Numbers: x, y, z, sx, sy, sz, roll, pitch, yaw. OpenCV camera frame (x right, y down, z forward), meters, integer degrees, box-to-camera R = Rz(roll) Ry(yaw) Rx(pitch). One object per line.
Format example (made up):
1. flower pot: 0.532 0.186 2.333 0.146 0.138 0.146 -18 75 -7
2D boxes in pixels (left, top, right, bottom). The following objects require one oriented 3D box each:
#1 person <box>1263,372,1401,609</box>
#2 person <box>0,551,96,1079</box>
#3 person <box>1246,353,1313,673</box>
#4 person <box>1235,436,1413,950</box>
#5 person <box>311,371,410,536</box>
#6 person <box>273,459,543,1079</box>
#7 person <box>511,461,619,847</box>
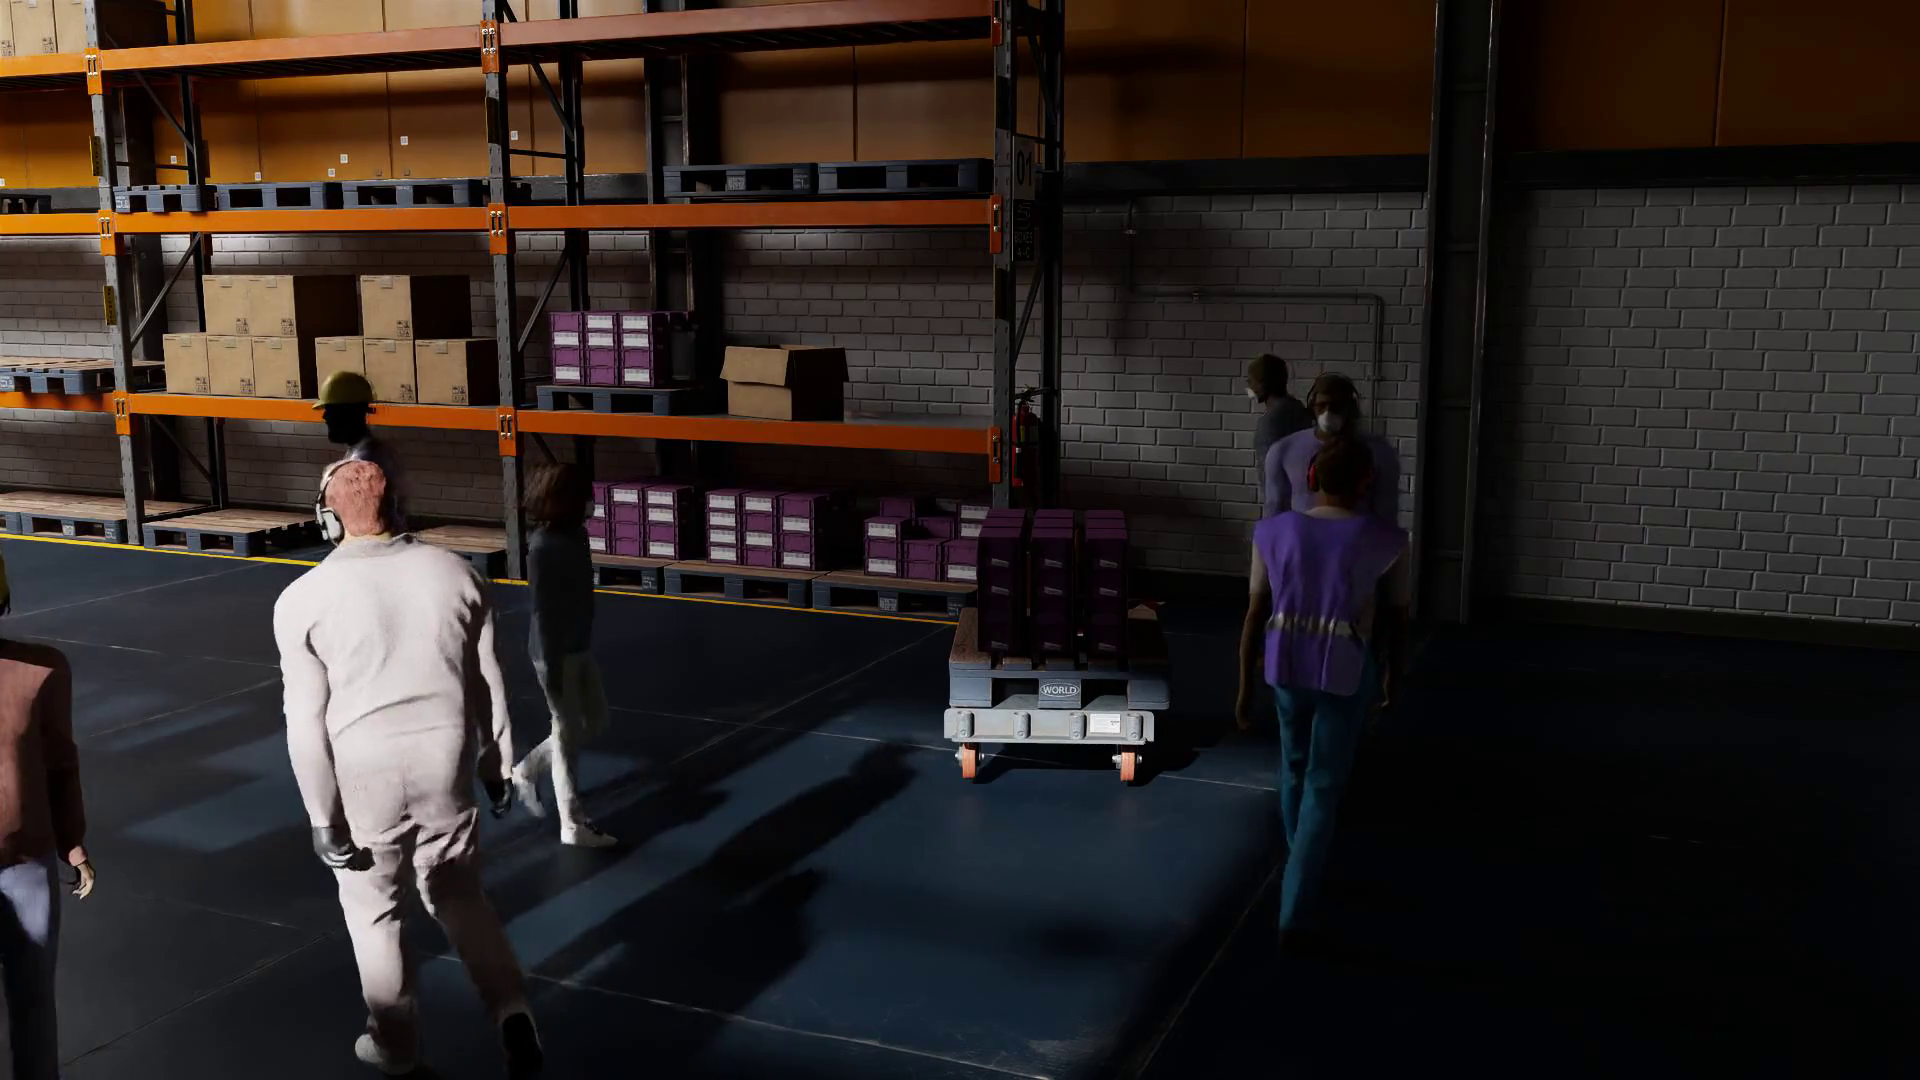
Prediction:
1. person: 1.770 0.147 7.978 0.633 1.924 0.639 3 10 18
2. person: -2.508 0.842 4.278 0.328 1.760 0.524 8 13 41
3. person: 1.919 -0.125 9.642 0.567 1.911 0.635 5 11 27
4. person: 1.356 0.518 6.089 0.572 1.793 0.954 5 11 29
5. person: -2.862 0.122 8.163 0.514 1.901 0.661 -5 11 -27
6. person: -1.565 0.708 4.770 0.660 1.872 0.710 -9 13 -42
7. person: -1.678 0.476 6.890 0.458 1.623 0.509 2 10 9
